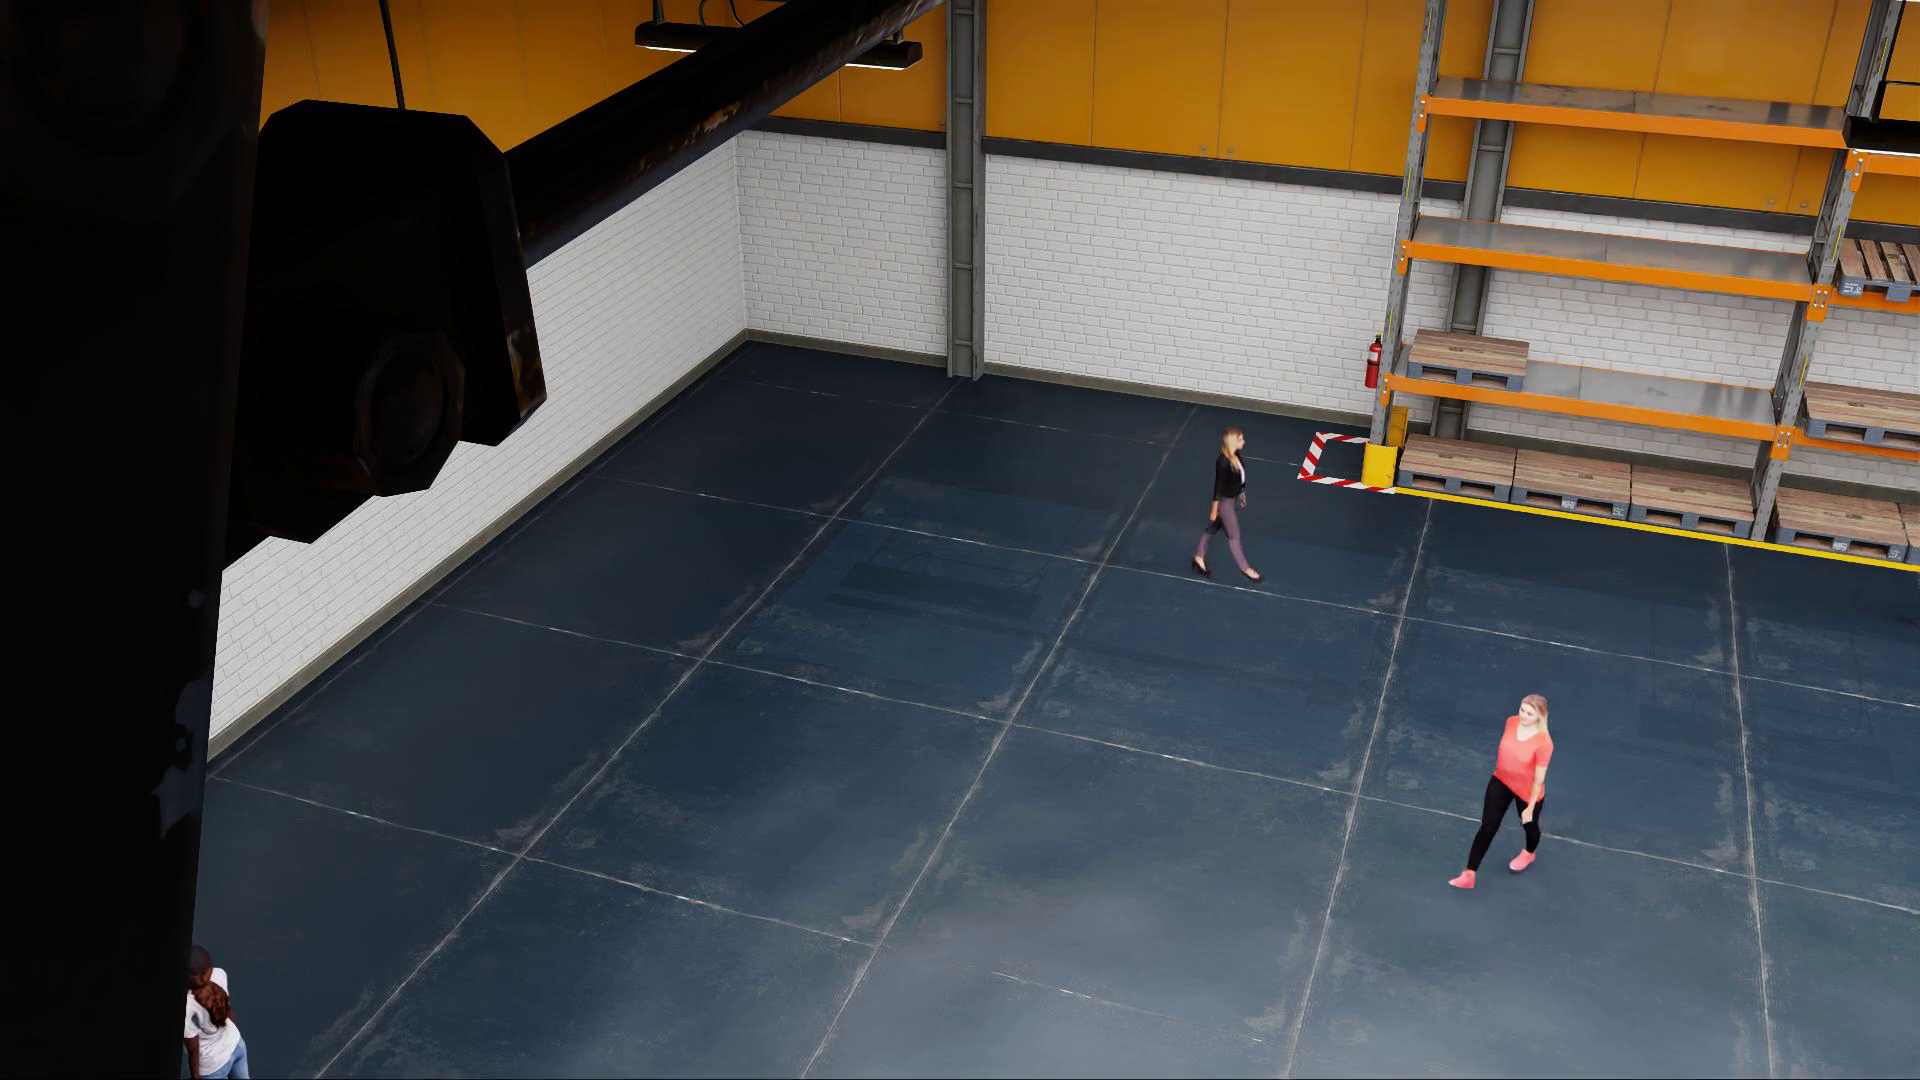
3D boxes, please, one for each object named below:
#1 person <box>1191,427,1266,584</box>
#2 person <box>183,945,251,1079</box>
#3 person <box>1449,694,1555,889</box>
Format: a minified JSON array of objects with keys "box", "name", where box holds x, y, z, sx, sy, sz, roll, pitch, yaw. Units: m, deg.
[{"box":[2.512,-0.342,16.346,0.990,1.637,0.641,11,31,20],"name":"person"},{"box":[-4.439,3.093,9.962,0.554,1.719,0.611,6,29,12],"name":"person"},{"box":[4.200,1.846,12.331,1.098,1.640,1.142,-18,33,-30],"name":"person"}]
